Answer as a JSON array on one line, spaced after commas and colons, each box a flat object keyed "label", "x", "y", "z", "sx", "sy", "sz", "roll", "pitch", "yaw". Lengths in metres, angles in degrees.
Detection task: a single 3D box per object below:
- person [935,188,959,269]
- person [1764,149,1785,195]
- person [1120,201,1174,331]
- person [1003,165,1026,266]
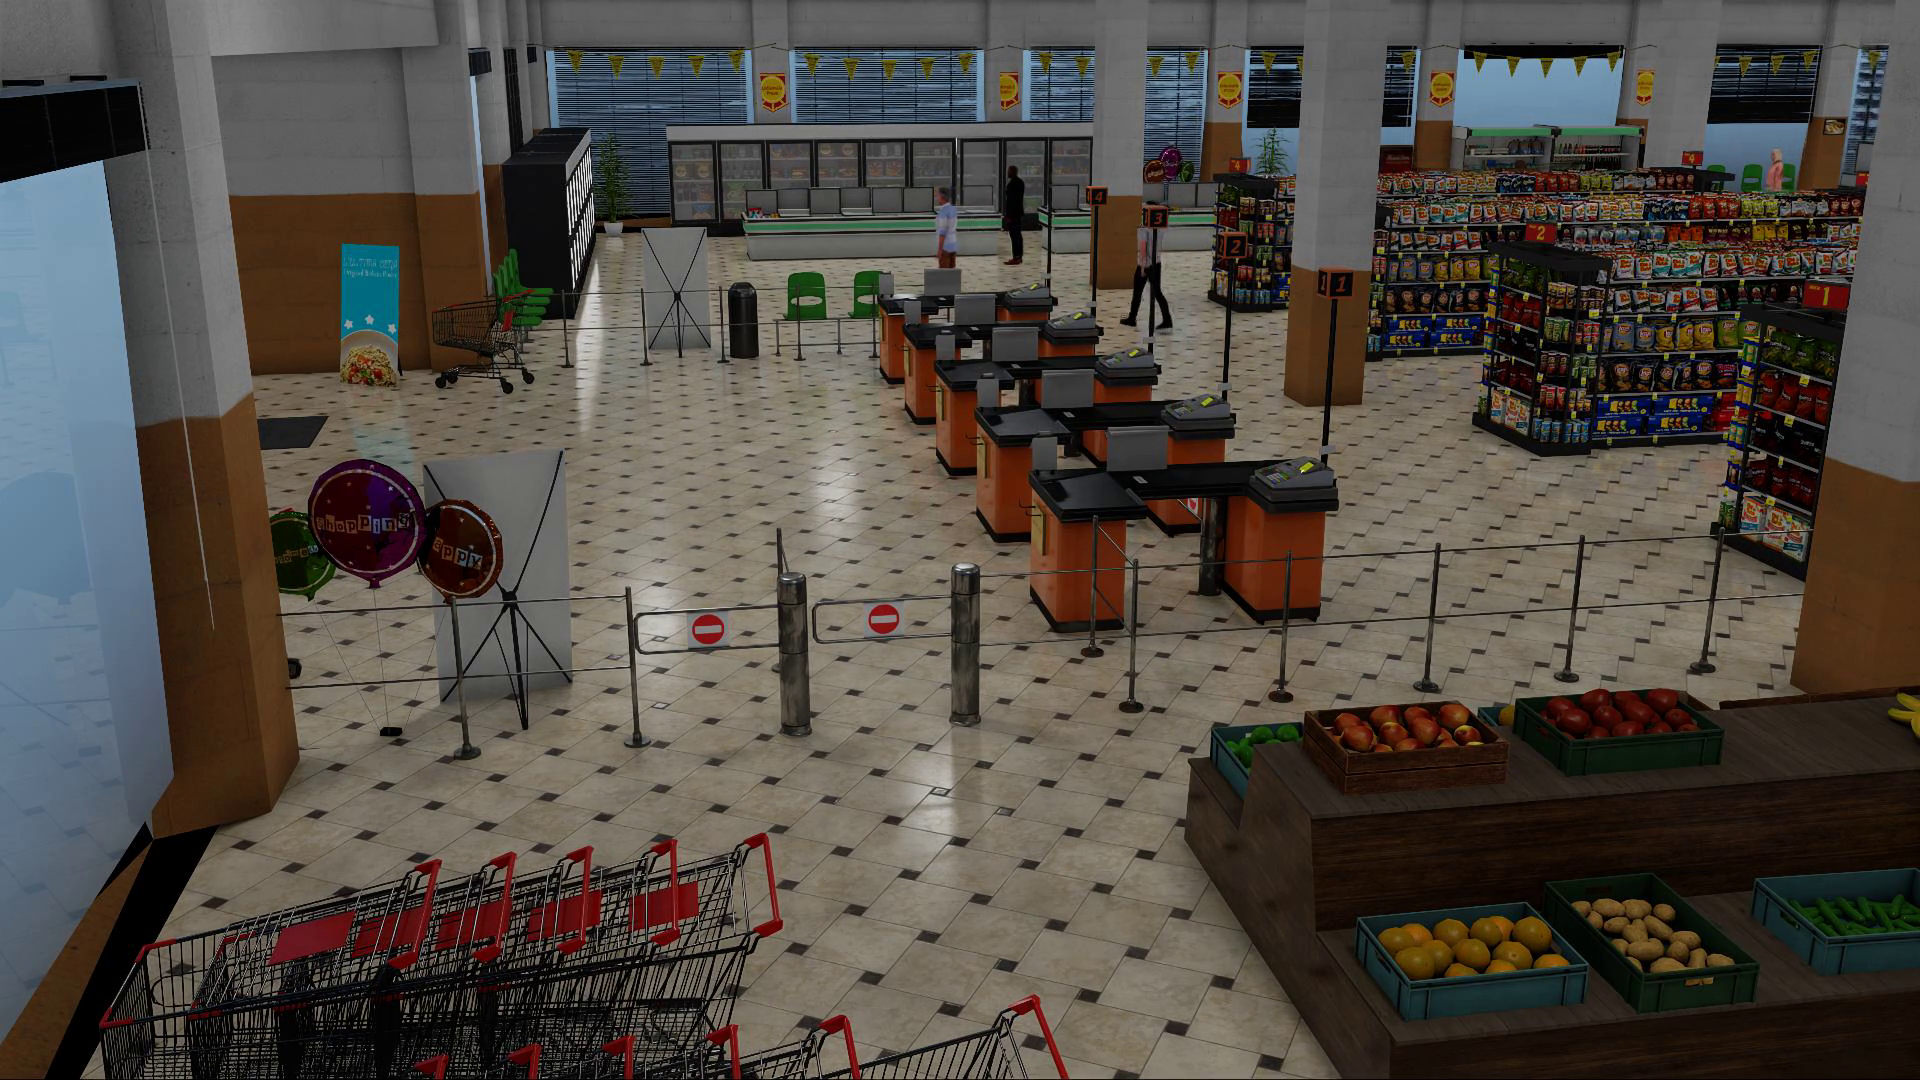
[{"label": "person", "x": -0.207, "y": -4.666, "z": 26.394, "sx": 0.761, "sy": 1.824, "sz": 0.767, "roll": 7, "pitch": 18, "yaw": 21}, {"label": "person", "x": 18.137, "y": -7.797, "z": 36.903, "sx": 0.743, "sy": 1.709, "sz": 0.604, "roll": -2, "pitch": 17, "yaw": -7}, {"label": "person", "x": 2.786, "y": -3.877, "z": 23.803, "sx": 1.251, "sy": 1.819, "sz": 1.126, "roll": -13, "pitch": 21, "yaw": -37}, {"label": "person", "x": 1.033, "y": -6.055, "z": 30.980, "sx": 0.792, "sy": 1.818, "sz": 0.785, "roll": 6, "pitch": 18, "yaw": 20}]
